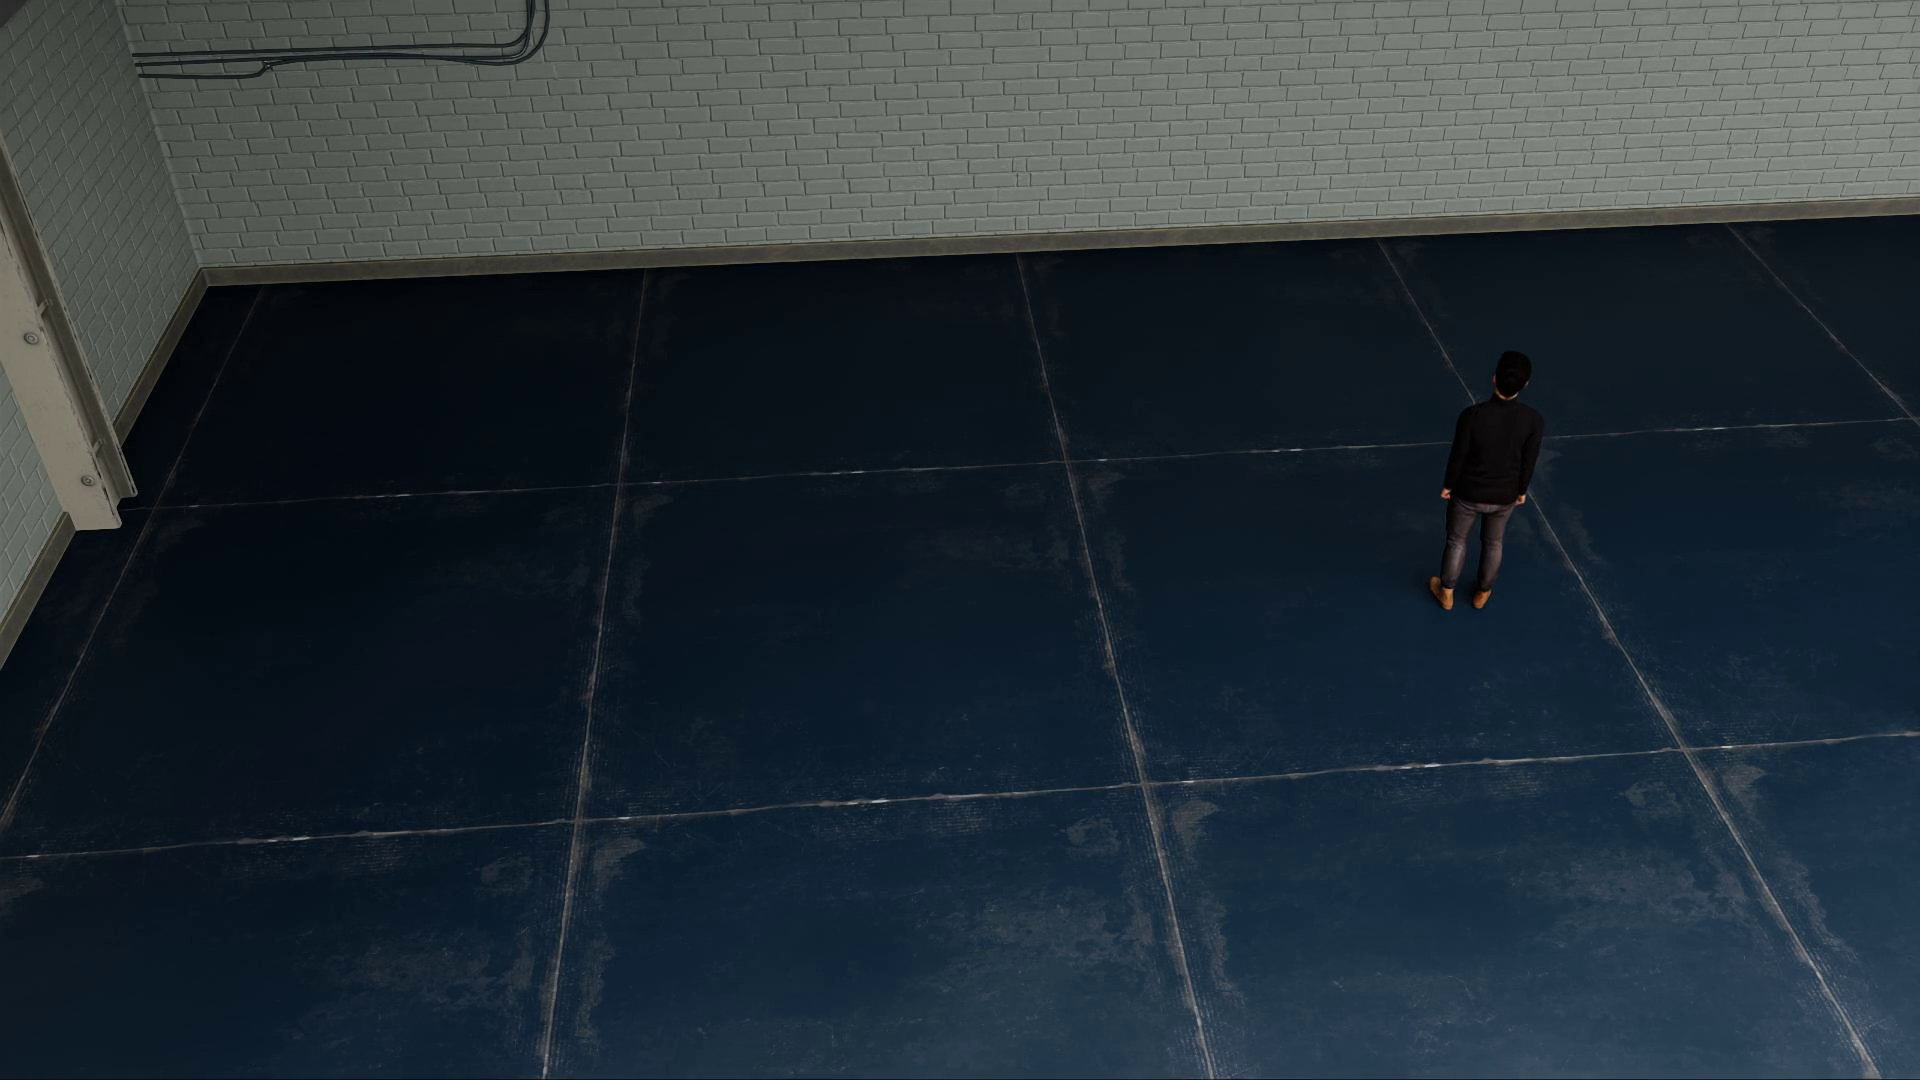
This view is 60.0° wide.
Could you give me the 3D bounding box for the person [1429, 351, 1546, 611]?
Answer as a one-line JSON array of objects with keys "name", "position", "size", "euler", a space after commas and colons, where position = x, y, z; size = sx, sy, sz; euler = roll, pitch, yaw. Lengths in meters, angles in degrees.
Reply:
[{"name": "person", "position": [3.037, -0.323, 9.596], "size": [0.681, 1.722, 0.593], "euler": [3, 38, 4]}]
